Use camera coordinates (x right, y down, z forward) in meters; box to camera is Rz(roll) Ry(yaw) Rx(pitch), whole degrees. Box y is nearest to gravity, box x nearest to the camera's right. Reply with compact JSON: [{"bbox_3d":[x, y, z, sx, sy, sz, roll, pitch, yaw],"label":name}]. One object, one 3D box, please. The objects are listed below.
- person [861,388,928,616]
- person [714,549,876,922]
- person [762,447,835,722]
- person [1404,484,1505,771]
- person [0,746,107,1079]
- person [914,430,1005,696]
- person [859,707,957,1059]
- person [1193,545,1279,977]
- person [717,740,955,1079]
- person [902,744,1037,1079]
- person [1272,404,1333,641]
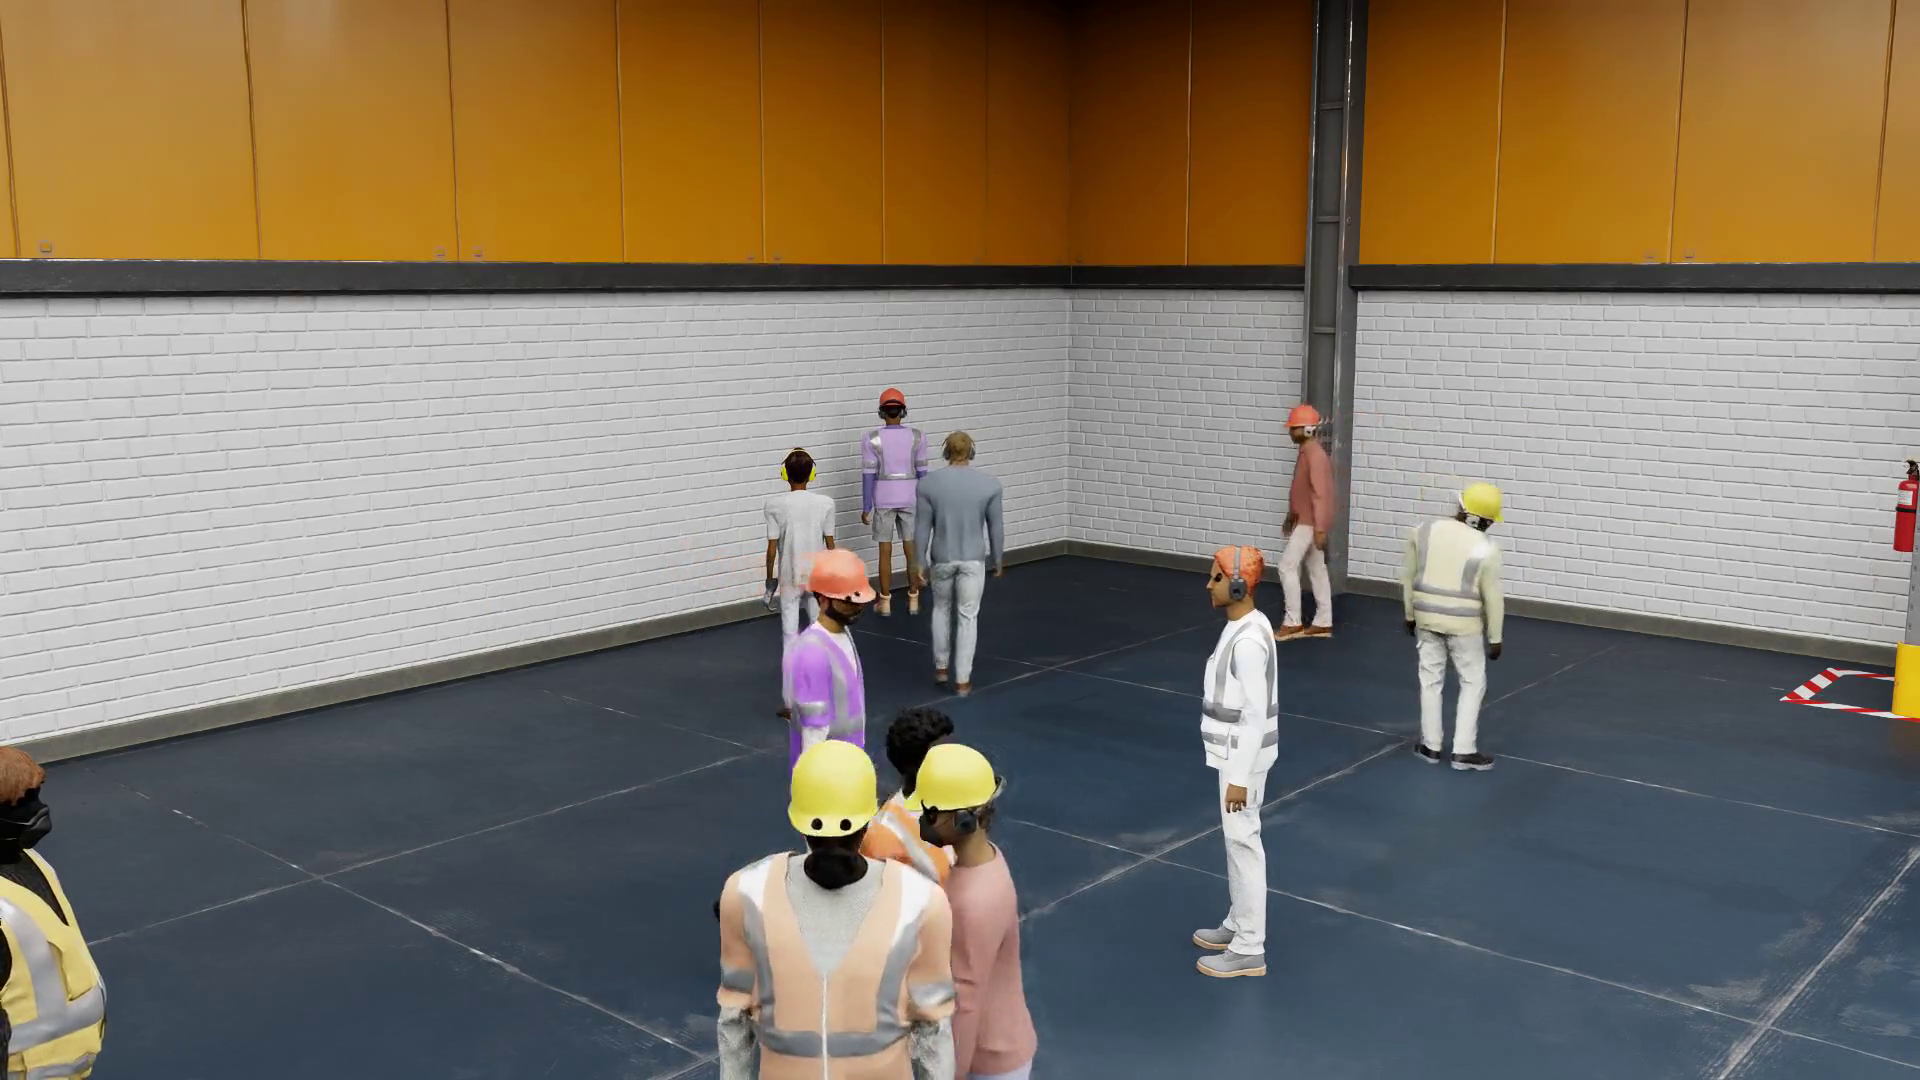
[{"bbox_3d":[-0.590,-0.334,14.837,0.605,2.033,0.392,-2,9,-15],"label":"person"},{"bbox_3d":[-0.640,0.962,7.117,0.772,1.909,0.542,2,9,10],"label":"person"},{"bbox_3d":[-1.089,0.305,11.332,0.519,1.873,0.328,-3,9,-15],"label":"person"},{"bbox_3d":[3.042,0.528,10.253,0.655,1.780,0.413,7,11,37],"label":"person"},{"bbox_3d":[-2.456,1.432,4.344,0.429,1.842,0.633,-3,10,-20],"label":"person"},{"bbox_3d":[0.002,0.150,12.181,0.645,1.912,0.744,1,9,5],"label":"person"},{"bbox_3d":[-0.199,1.341,5.440,0.758,1.672,0.532,4,10,24],"label":"person"},{"bbox_3d":[1.207,0.952,7.229,0.340,1.882,0.585,1,9,7],"label":"person"},{"bbox_3d":[-0.317,1.423,4.167,0.616,1.913,0.404,0,9,3],"label":"person"},{"bbox_3d":[-0.003,1.429,4.669,0.546,1.748,0.527,-1,9,-7],"label":"person"},{"bbox_3d":[2.817,-0.142,13.848,0.724,1.969,0.642,1,9,9],"label":"person"}]
